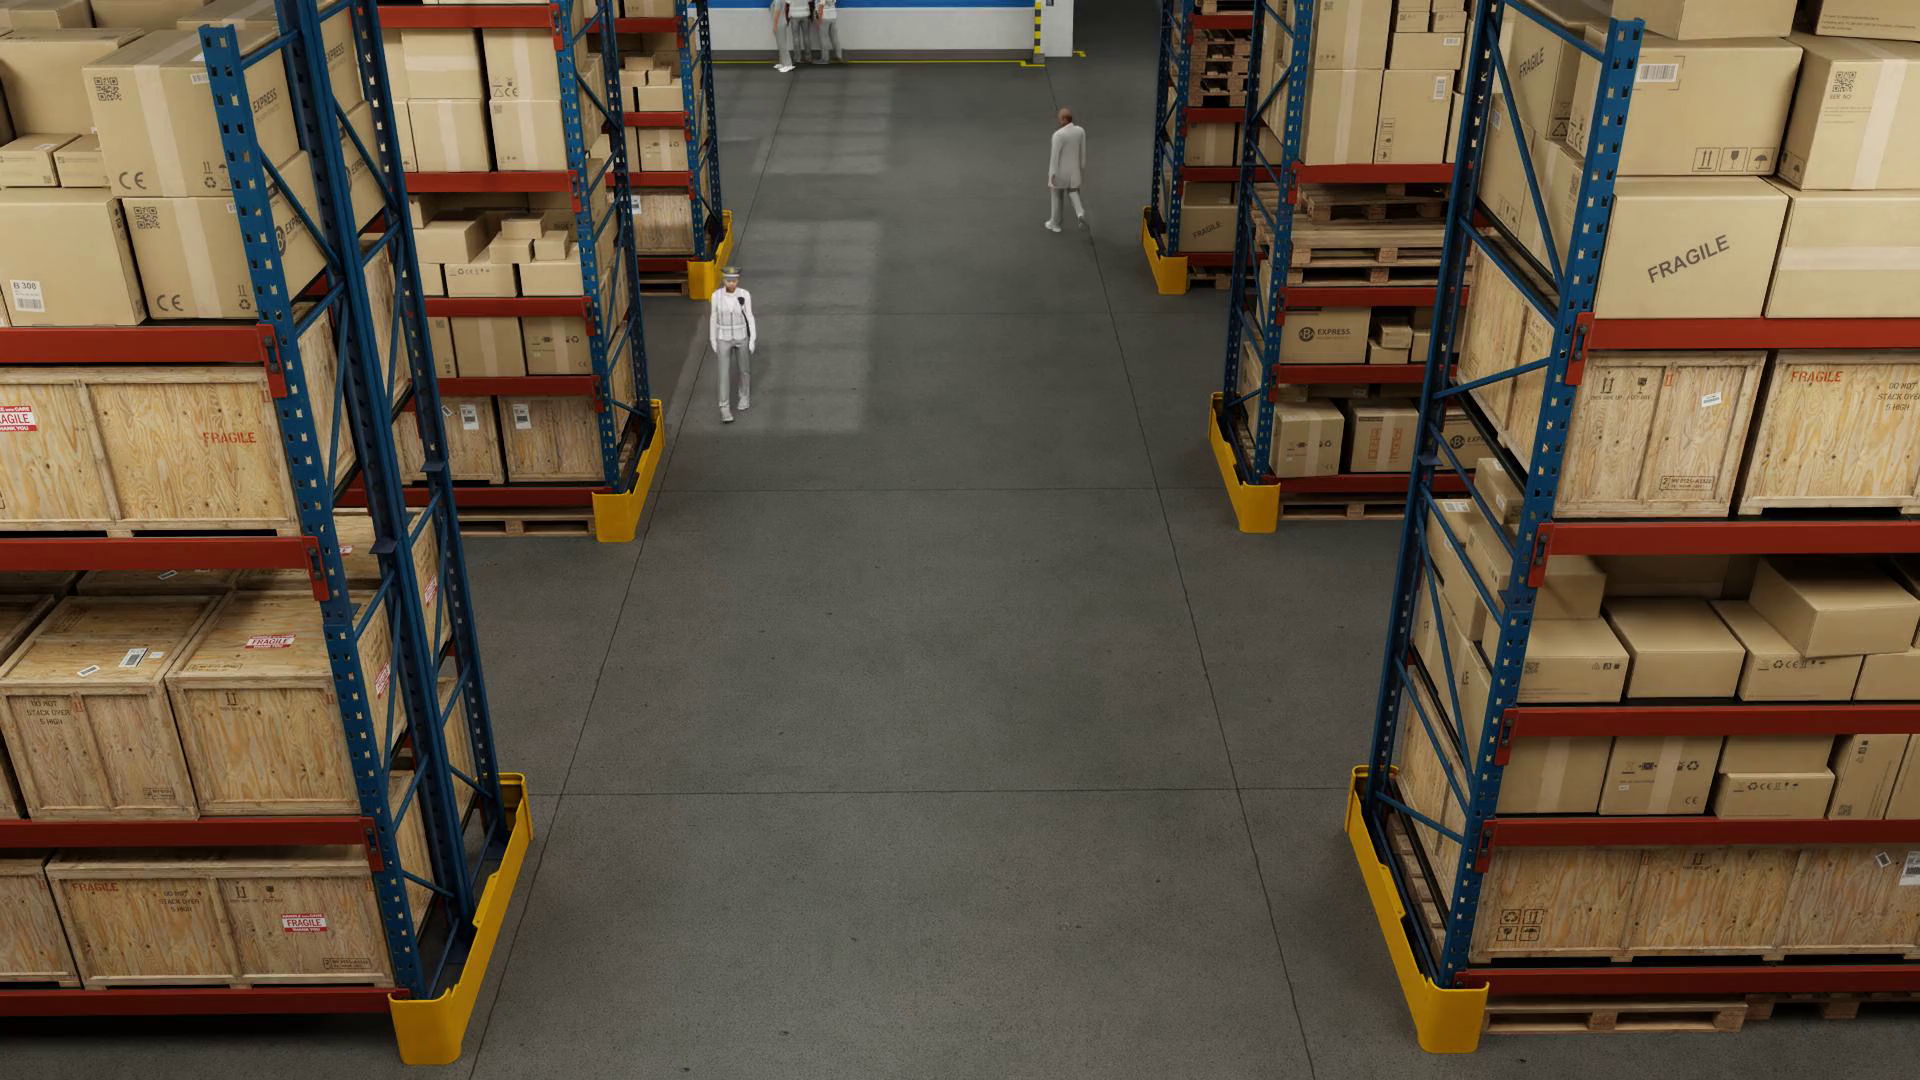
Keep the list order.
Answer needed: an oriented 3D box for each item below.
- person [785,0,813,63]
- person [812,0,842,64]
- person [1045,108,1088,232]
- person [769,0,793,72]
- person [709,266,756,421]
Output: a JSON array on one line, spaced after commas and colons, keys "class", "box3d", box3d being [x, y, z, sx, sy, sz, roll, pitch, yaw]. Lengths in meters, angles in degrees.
[{"class": "person", "box3d": [-3.245, -10.550, 33.495, 0.588, 1.770, 0.379, -8, 29, -14]}, {"class": "person", "box3d": [-2.687, -10.475, 33.403, 0.417, 1.773, 0.660, 18, 33, 30]}, {"class": "person", "box3d": [1.517, -5.238, 23.630, 0.599, 1.778, 0.759, -14, 31, -24]}, {"class": "person", "box3d": [-3.521, -10.144, 32.857, 0.437, 1.689, 0.466, 5, 29, 10]}, {"class": "person", "box3d": [-2.447, -2.132, 17.962, 0.500, 1.682, 0.692, -5, 29, -9]}]
